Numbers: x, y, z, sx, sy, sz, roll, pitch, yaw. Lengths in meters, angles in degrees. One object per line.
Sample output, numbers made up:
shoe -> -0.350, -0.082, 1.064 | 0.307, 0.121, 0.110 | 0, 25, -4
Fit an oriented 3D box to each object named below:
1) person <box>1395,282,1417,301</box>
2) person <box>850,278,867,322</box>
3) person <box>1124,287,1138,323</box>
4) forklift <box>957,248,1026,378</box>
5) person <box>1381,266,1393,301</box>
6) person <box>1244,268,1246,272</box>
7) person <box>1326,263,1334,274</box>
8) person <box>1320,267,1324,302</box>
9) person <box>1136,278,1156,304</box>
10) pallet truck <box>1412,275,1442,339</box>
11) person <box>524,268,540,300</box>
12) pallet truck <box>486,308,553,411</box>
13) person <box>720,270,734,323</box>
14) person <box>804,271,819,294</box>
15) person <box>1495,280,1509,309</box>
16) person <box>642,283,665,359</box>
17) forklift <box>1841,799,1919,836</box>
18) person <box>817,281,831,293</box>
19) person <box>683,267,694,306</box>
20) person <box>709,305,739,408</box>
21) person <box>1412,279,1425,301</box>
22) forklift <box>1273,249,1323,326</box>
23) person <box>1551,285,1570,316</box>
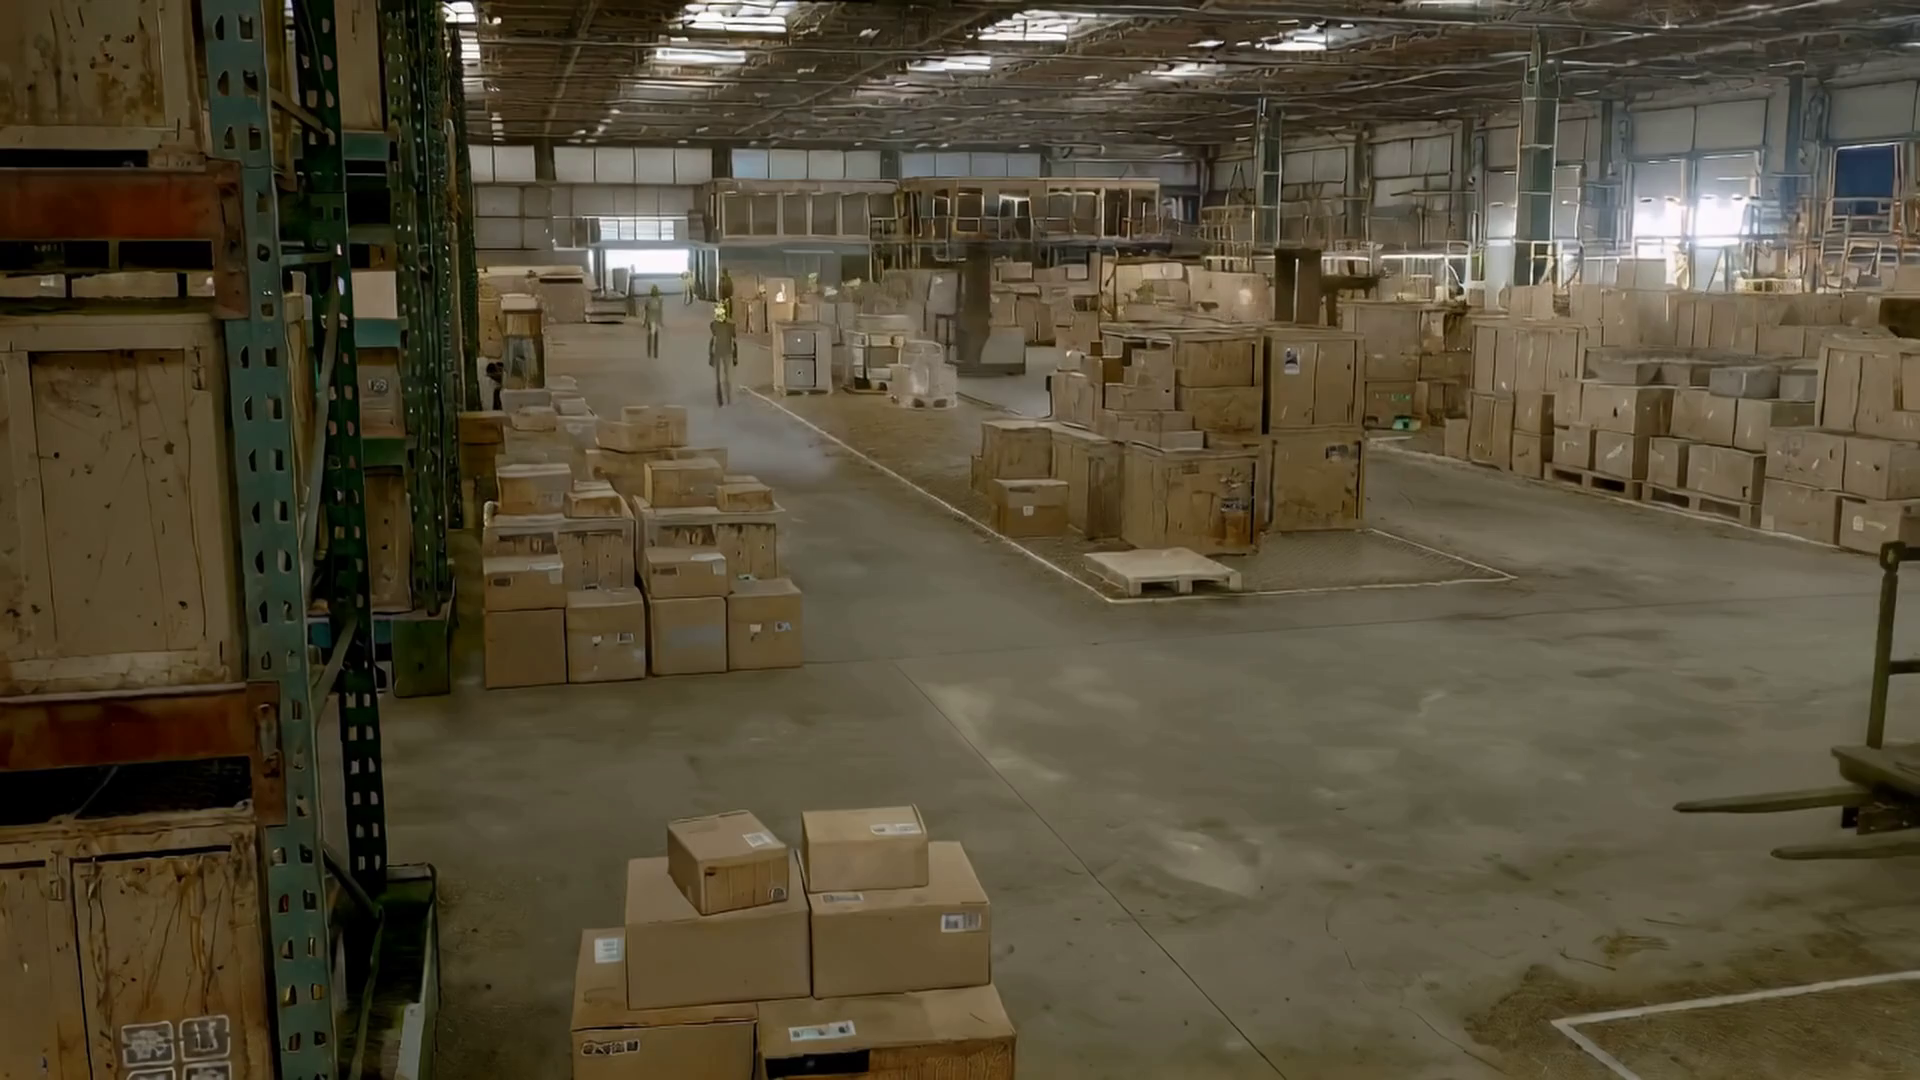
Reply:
person -> 12.430, -6.272, 46.561 | 0.693, 1.870, 0.428 | 7, 12, 36
person -> -3.433, -7.901, 55.937 | 0.484, 1.816, 0.953 | -9, 13, -41
person -> 4.036, -4.886, 38.510 | 0.800, 1.941, 0.605 | -1, 10, -4
forklift -> 0.421, -4.994, 36.454 | 1.873, 2.768, 1.129 | -3, 10, -15
person -> 20.746, -12.360, 80.838 | 0.605, 1.934, 0.418 | 7, 12, 35
person -> 13.615, -12.112, 79.549 | 0.977, 1.887, 0.573 | -3, 11, -18
person -> 19.230, -13.330, 86.157 | 0.612, 1.997, 0.375 | -7, 12, -33
person -> 17.486, -12.357, 80.842 | 0.588, 1.927, 0.366 | 6, 12, 30
person -> 5.659, -6.993, 50.495 | 0.638, 1.924, 0.747 | -4, 11, -23
pallet truck -> 14.620, -7.324, 52.145 | 0.823, 1.965, 1.885 | 8, 13, 40
person -> -16.688, -9.615, 65.050 | 0.623, 2.013, 0.798 | 1, 10, 8
pallet truck -> -6.242, -2.418, 24.362 | 0.823, 1.965, 1.885 | 1, 10, 3
person -> -8.760, -9.127, 62.359 | 0.612, 1.996, 0.388 | -9, 14, -43
person -> -5.201, -8.461, 58.459 | 0.537, 2.000, 0.714 | 0, 10, 2
person -> 19.076, -8.293, 58.502 | 0.536, 1.690, 0.325 | -2, 10, -9
person -> -7.835, -5.586, 42.509 | 0.573, 1.924, 0.414 | -3, 10, -14
forklift -> 5.349, 0.101, 7.599 | 1.873, 2.768, 1.129 | -3, 10, -15
person -> -4.447, -7.588, 54.370 | 0.520, 1.733, 0.858 | 0, 10, 3
person -> -13.167, -12.287, 80.574 | 0.573, 1.882, 0.356 | 5, 11, 25
person -> -4.242, -3.322, 29.960 | 0.530, 1.836, 0.918 | 0, 10, 0
person -> 15.329, -7.873, 55.855 | 0.633, 1.799, 0.979 | -2, 10, -13
forklift -> 4.855, -2.824, 24.162 | 1.873, 2.768, 1.129 | -3, 10, -15
person -> 14.875, -5.367, 41.262 | 0.592, 1.925, 0.385 | 4, 11, 22
